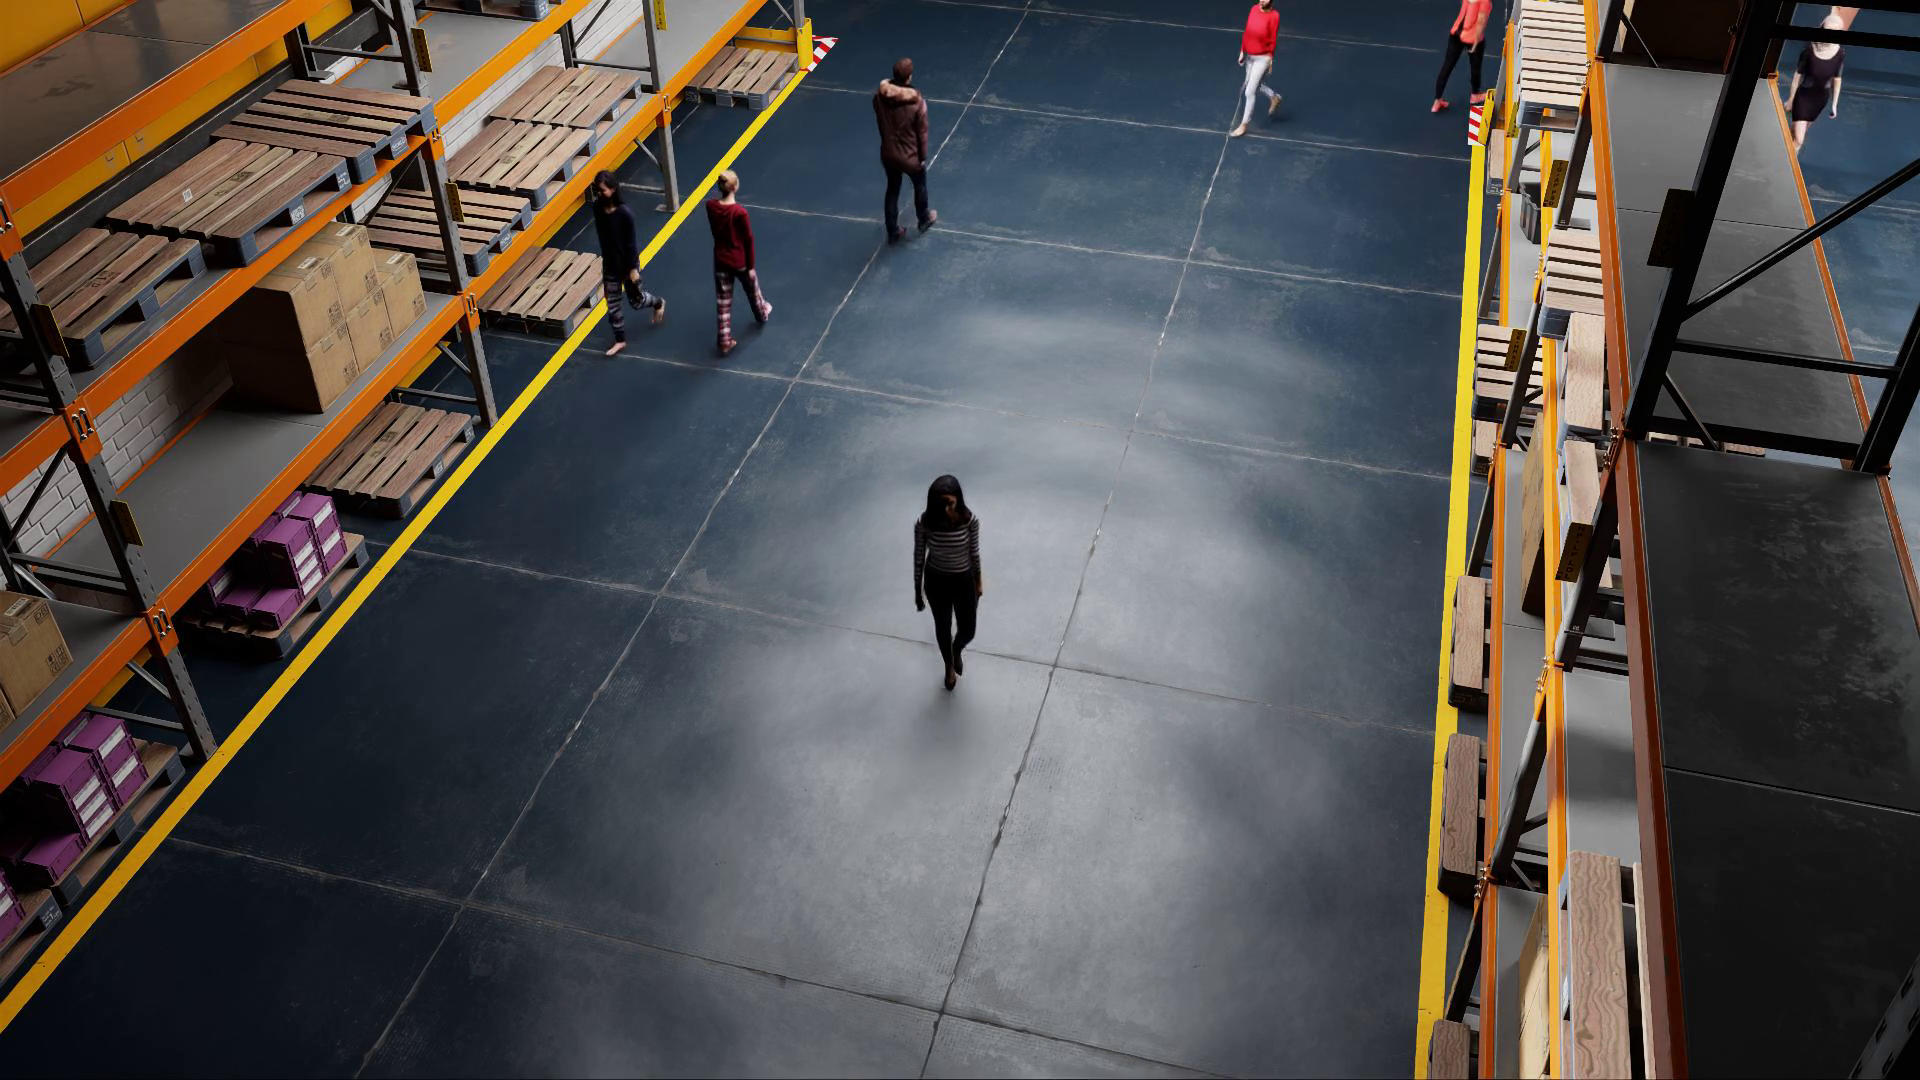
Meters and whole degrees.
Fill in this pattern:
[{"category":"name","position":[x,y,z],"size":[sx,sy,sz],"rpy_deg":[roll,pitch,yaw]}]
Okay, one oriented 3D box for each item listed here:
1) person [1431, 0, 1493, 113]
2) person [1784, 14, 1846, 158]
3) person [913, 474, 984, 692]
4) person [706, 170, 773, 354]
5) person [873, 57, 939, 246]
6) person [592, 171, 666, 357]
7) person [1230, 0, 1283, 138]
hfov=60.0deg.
[{"category":"person","position":[5.548,-5.534,18.464],"size":[1.083,1.655,1.011],"rpy_deg":[-23,44,-27]},{"category":"person","position":[8.688,-4.505,17.073],"size":[0.777,1.782,1.207],"rpy_deg":[2,39,3]},{"category":"person","position":[-0.079,0.253,11.118],"size":[0.706,1.780,0.718],"rpy_deg":[-3,39,-4]},{"category":"person","position":[-2.033,-2.416,14.555],"size":[0.668,1.661,1.034],"rpy_deg":[12,40,15]},{"category":"person","position":[-0.604,-3.705,16.041],"size":[0.827,1.821,0.969],"rpy_deg":[15,41,18]},{"category":"person","position":[-2.916,-2.480,14.597],"size":[0.759,1.708,1.052],"rpy_deg":[20,43,23]},{"category":"person","position":[3.301,-5.237,18.081],"size":[1.070,1.670,0.924],"rpy_deg":[-25,45,-28]}]
